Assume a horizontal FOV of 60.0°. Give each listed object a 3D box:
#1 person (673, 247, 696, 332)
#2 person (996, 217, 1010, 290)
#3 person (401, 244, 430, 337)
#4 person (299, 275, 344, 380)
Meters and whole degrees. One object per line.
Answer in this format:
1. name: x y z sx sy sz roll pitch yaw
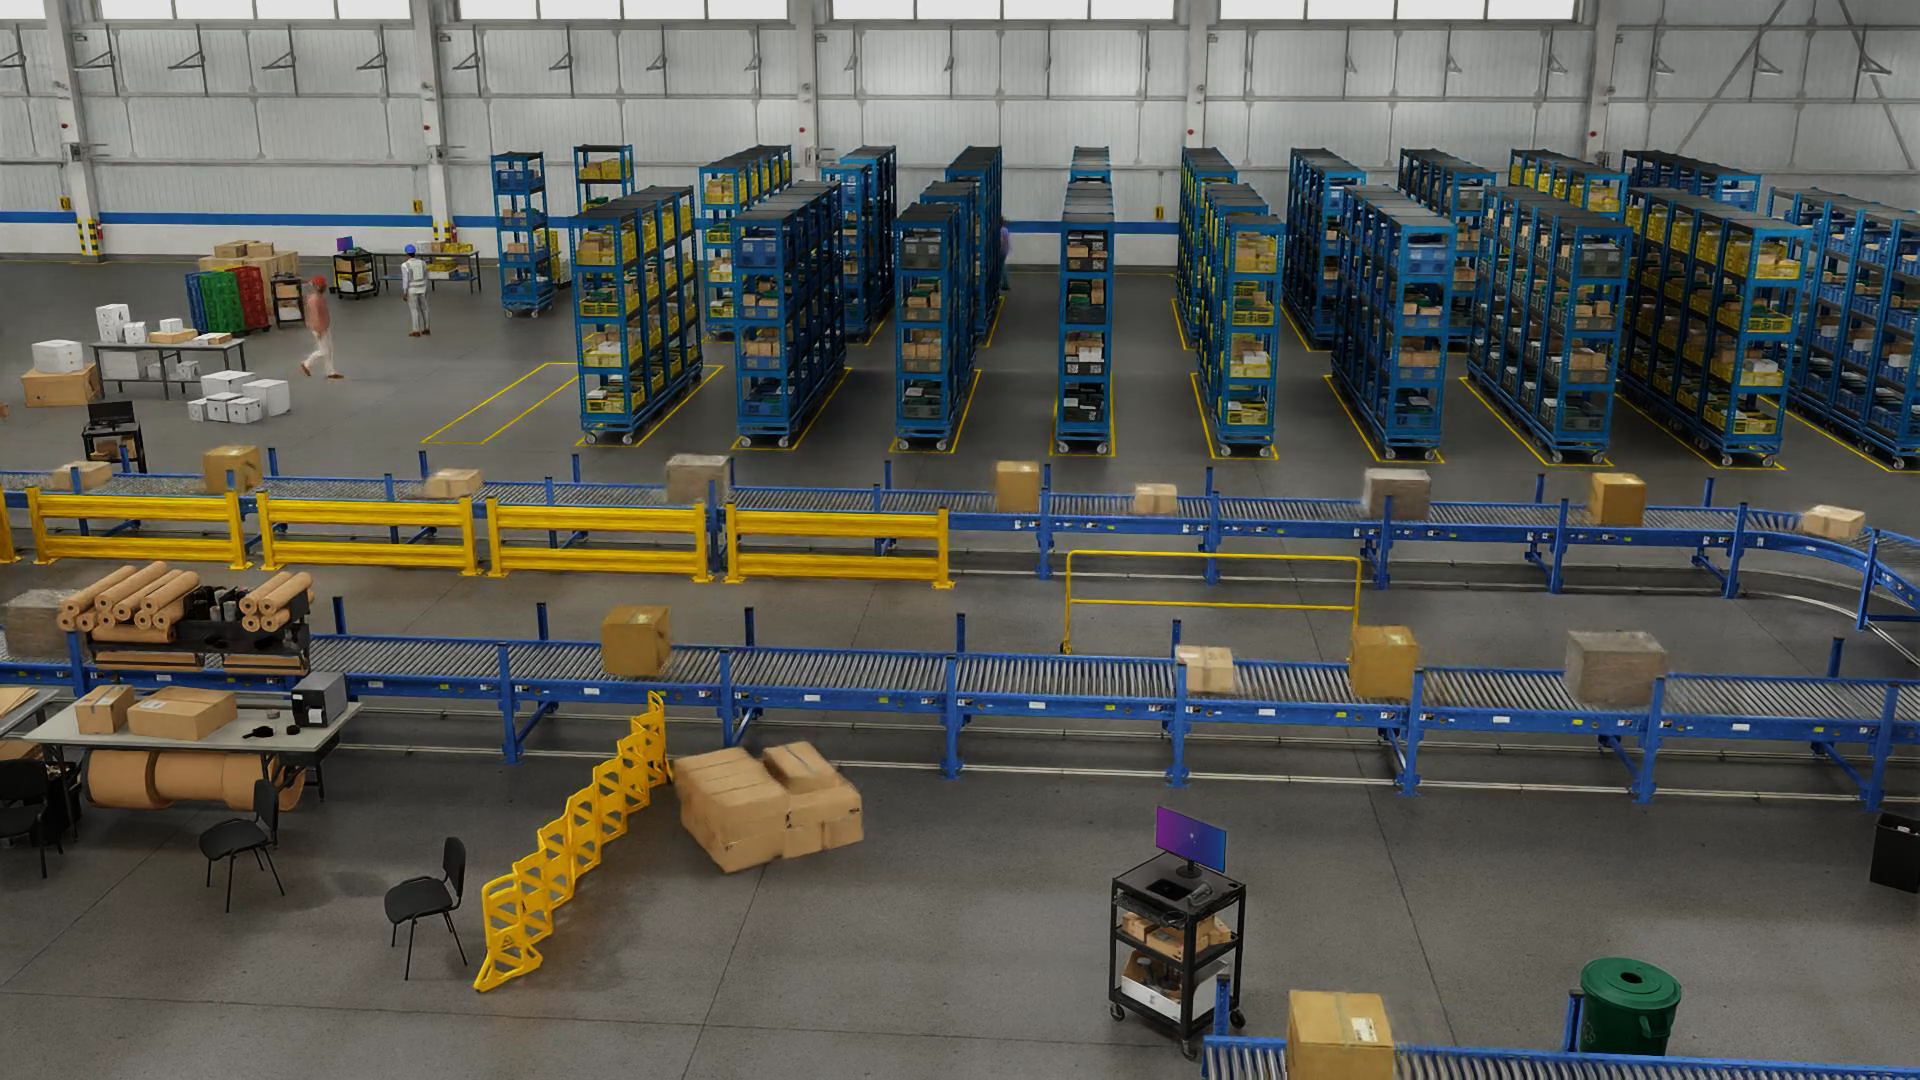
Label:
1. person: -5.934 -5.326 35.486 0.613 1.816 0.494 -5 18 -14
2. person: 0.892 -7.064 41.001 0.752 1.813 0.594 6 18 18
3. person: -11.474 -5.250 35.027 0.397 1.949 0.603 12 21 33
4. person: -11.859 -3.909 30.721 0.646 1.977 0.636 -1 18 -4
